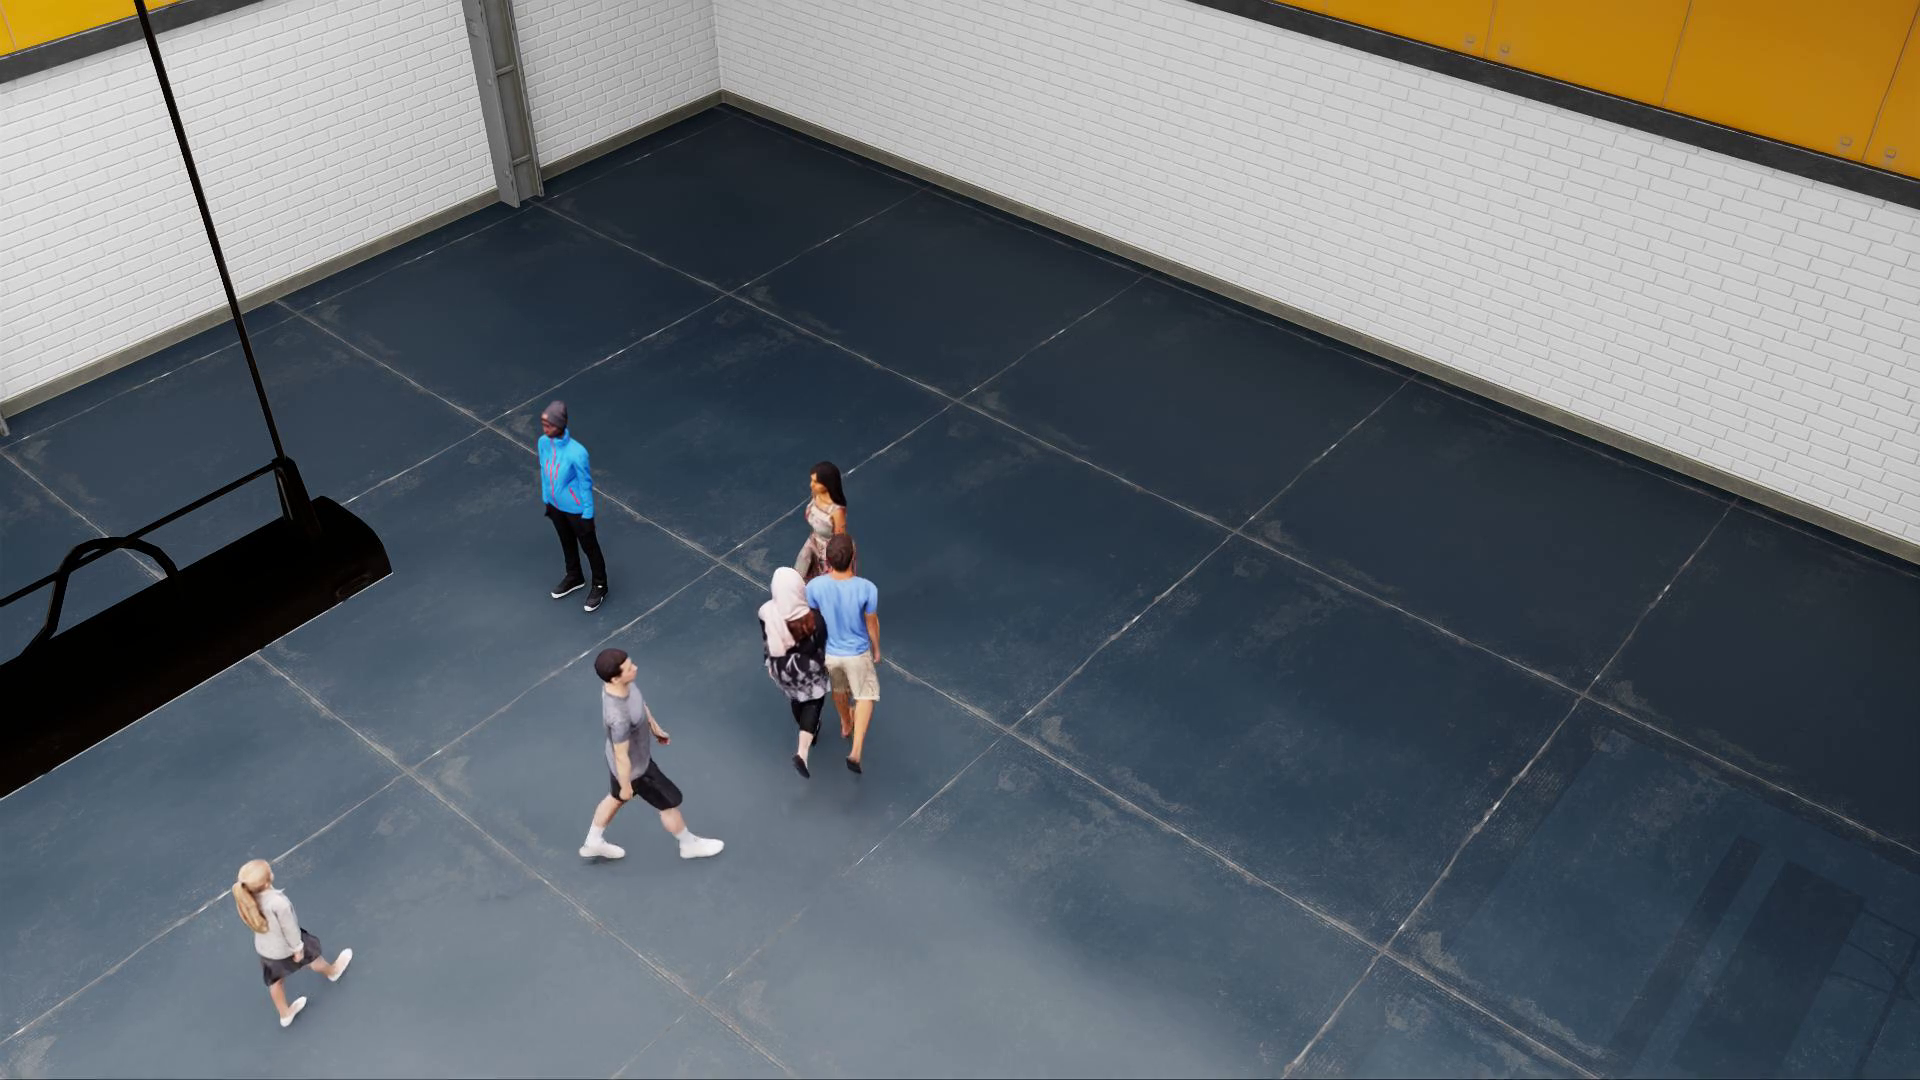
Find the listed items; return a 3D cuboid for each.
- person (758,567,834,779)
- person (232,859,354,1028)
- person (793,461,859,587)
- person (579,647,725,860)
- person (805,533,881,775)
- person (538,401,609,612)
[{"bbox_3d":[-1.105,0.914,11.166,0.921,1.610,1.053,7,39,9],"label":"person"},{"bbox_3d":[-3.984,2.361,9.639,0.689,1.255,0.864,13,40,15],"label":"person"},{"bbox_3d":[-0.873,0.071,12.205,0.863,1.631,0.732,-26,45,-28],"label":"person"},{"bbox_3d":[-2.155,1.374,10.405,1.241,1.841,1.097,-8,39,-10],"label":"person"},{"bbox_3d":[-0.775,0.781,11.147,0.988,1.843,1.136,3,39,4],"label":"person"},{"bbox_3d":[-2.921,-0.278,12.512,0.648,1.793,0.601,19,42,22],"label":"person"}]
